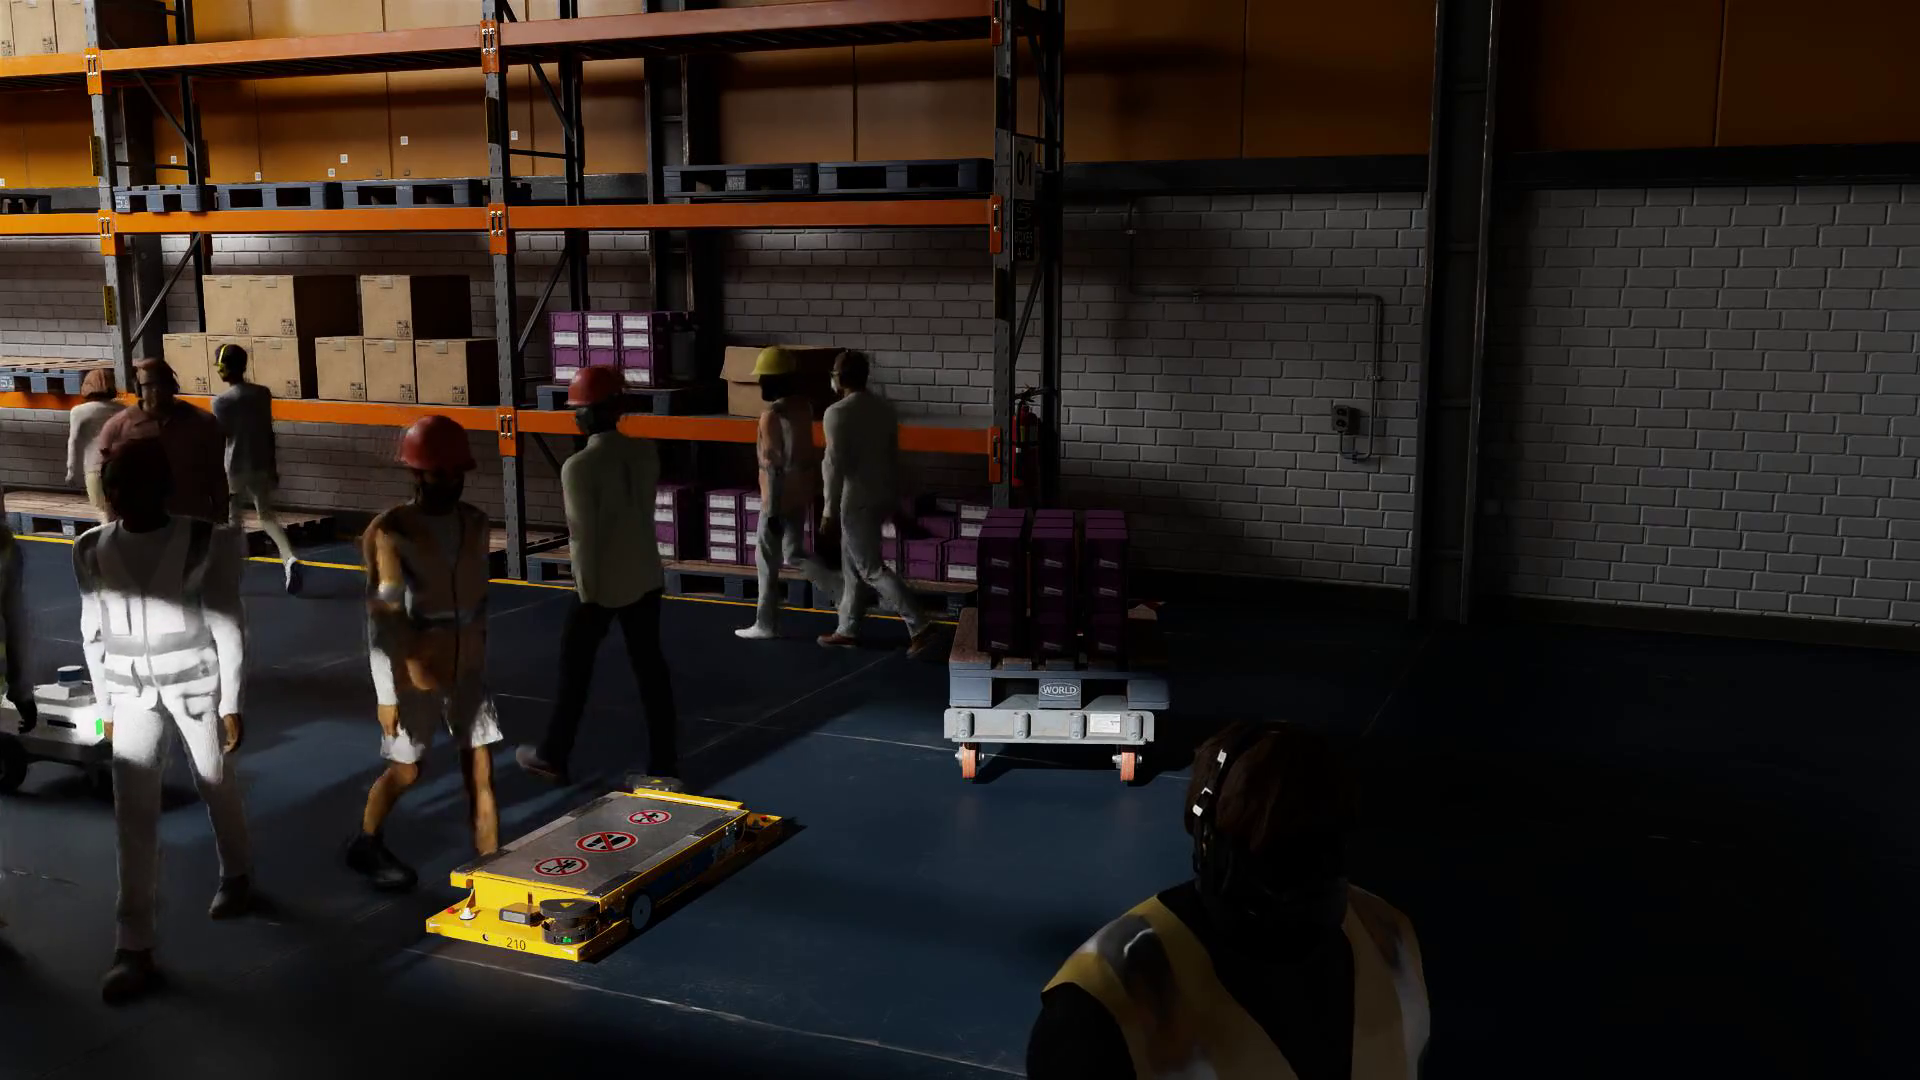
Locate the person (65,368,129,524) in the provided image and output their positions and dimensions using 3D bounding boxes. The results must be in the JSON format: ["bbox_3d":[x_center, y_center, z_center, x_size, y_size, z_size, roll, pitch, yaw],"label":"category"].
[{"bbox_3d":[-6.683,-0.545,13.052,0.757,1.604,0.500,5,11,27],"label":"person"}]

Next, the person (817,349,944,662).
[{"bbox_3d":[-0.491,-0.210,10.162,0.919,1.911,0.638,5,11,26],"label":"person"}]

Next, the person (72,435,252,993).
[{"bbox_3d":[-2.766,0.545,5.835,0.595,1.844,0.975,-1,10,-6],"label":"person"}]

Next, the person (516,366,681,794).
[{"bbox_3d":[-1.658,0.186,7.606,0.978,1.947,0.611,7,12,36],"label":"person"}]

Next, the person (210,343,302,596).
[{"bbox_3d":[-5.116,-0.493,11.992,0.725,1.850,0.555,6,11,33],"label":"person"}]

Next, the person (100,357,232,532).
[{"bbox_3d":[-4.549,-0.107,9.559,0.662,1.887,0.492,-5,11,-28],"label":"person"}]

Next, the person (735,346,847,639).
[{"bbox_3d":[-1.062,-0.283,10.580,0.747,1.905,0.599,4,10,24],"label":"person"}]

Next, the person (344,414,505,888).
[{"bbox_3d":[-1.986,0.464,6.191,0.924,1.899,0.568,8,12,39],"label":"person"}]

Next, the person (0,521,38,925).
[{"bbox_3d":[-3.564,0.563,5.734,0.485,1.826,0.657,7,12,35],"label":"person"}]

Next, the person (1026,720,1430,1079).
[{"bbox_3d":[0.395,1.135,2.268,0.634,1.841,0.429,-6,11,-31],"label":"person"}]

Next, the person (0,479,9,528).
[{"bbox_3d":[-5.988,-0.120,9.723,0.868,1.869,0.677,6,11,32],"label":"person"}]

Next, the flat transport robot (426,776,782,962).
[{"bbox_3d":[-1.319,1.227,6.414,0.652,0.197,1.431,4,10,23],"label":"flat transport robot"}]

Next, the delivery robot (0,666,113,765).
[{"bbox_3d":[-4.096,0.825,7.691,0.707,0.478,0.477,4,10,21],"label":"delivery robot"}]
